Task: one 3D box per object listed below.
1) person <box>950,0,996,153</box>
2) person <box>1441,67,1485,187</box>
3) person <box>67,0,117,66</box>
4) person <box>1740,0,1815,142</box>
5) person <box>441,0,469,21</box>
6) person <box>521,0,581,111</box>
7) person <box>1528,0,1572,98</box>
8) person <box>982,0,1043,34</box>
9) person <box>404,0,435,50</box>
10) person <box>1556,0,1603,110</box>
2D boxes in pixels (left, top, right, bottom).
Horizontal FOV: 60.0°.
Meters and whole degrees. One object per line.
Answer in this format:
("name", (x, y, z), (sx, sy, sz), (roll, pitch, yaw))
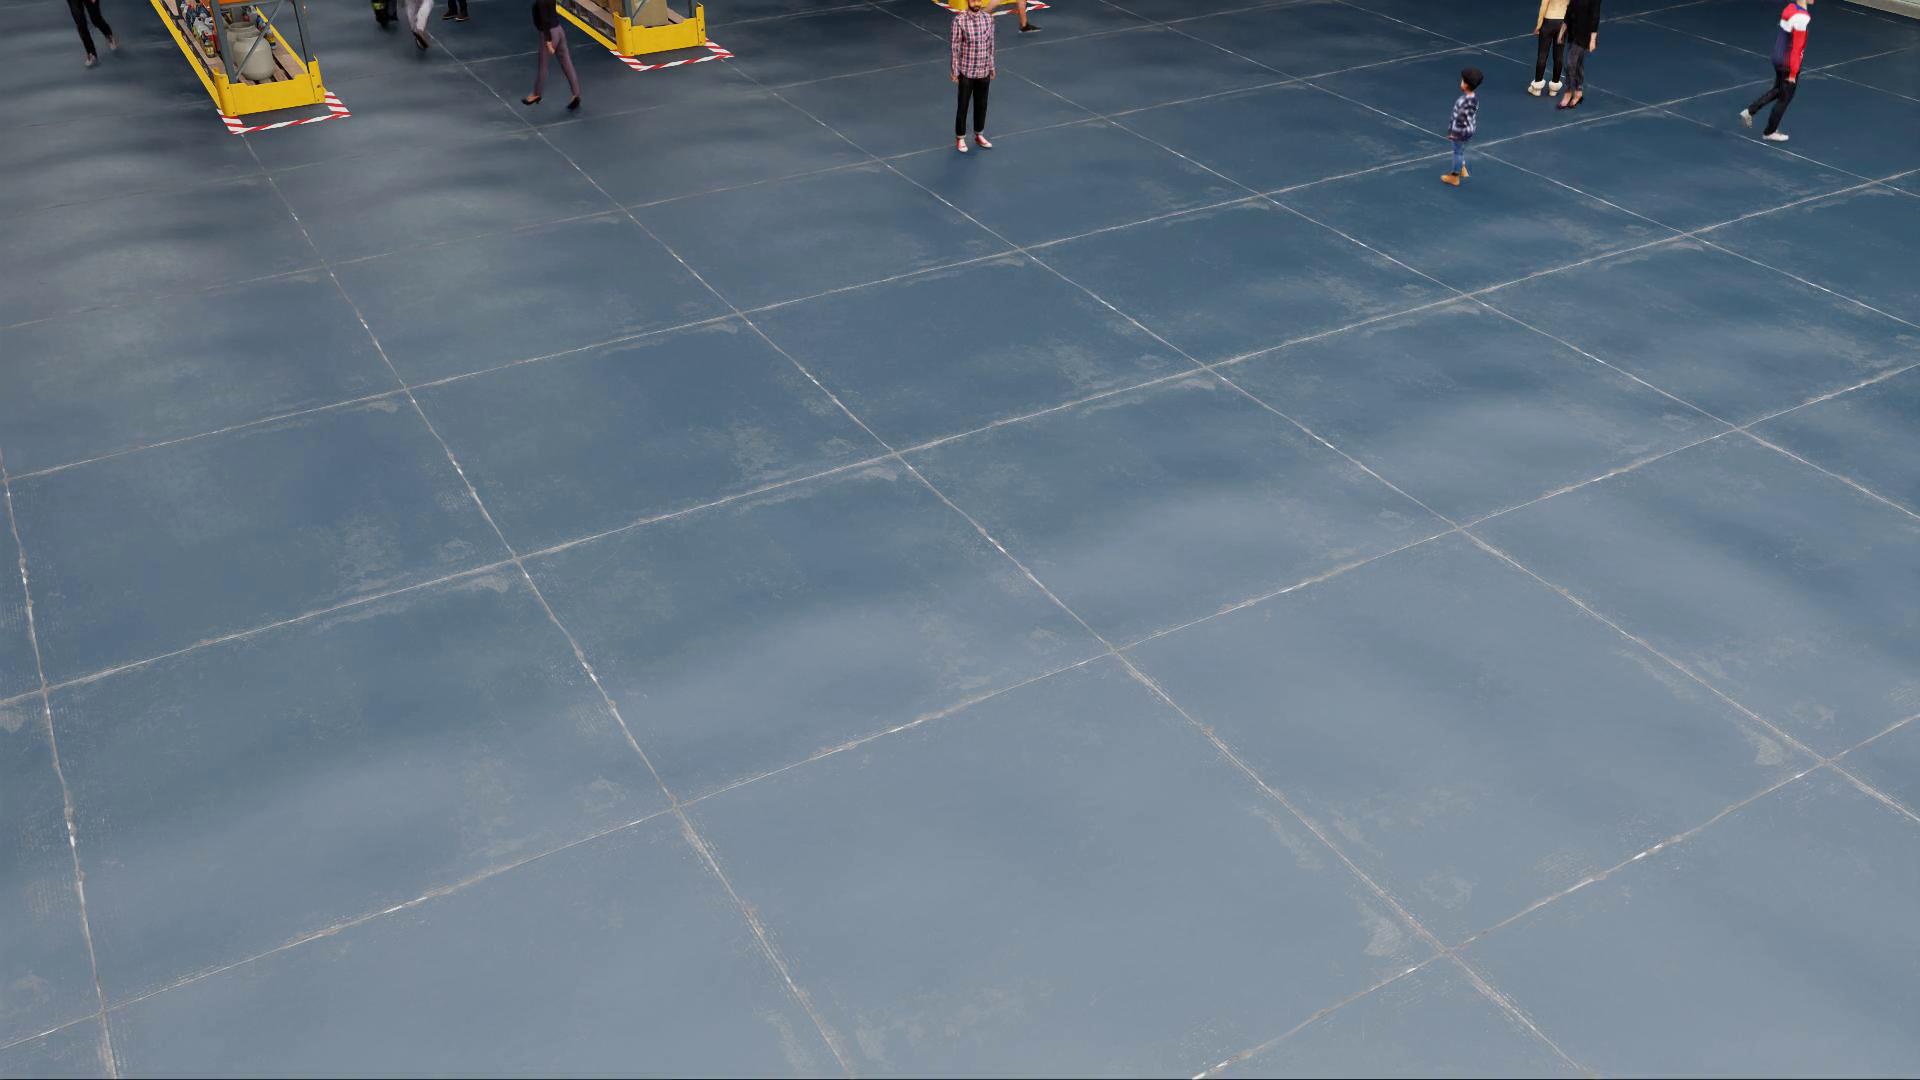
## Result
("person", (0.150, -5.236, 18.465), (0.709, 1.761, 0.603), (-14, 35, -21))
("person", (5.345, -4.345, 17.535), (0.551, 1.247, 0.563), (-26, 41, -35))
("person", (-11.250, -7.043, 21.348), (0.894, 1.740, 1.116), (-2, 32, -4))
("person", (9.198, -5.357, 18.673), (0.918, 1.743, 0.876), (3, 32, 4))
("person", (-7.108, -8.129, 23.046), (0.777, 1.766, 0.656), (-9, 33, -14))
("person", (-4.702, -5.841, 19.538), (1.030, 1.639, 0.970), (9, 33, 15))
("person", (7.197, -6.220, 20.121), (0.689, 1.659, 0.719), (3, 32, 5))
("person", (0.612, -7.704, 22.324), (1.142, 1.818, 1.212), (2, 32, 2))
("person", (-7.166, -7.320, 21.659), (0.938, 1.879, 1.058), (0, 32, 0))
("person", (7.407, -5.947, 19.650), (0.777, 1.699, 0.657), (-10, 34, -16))
